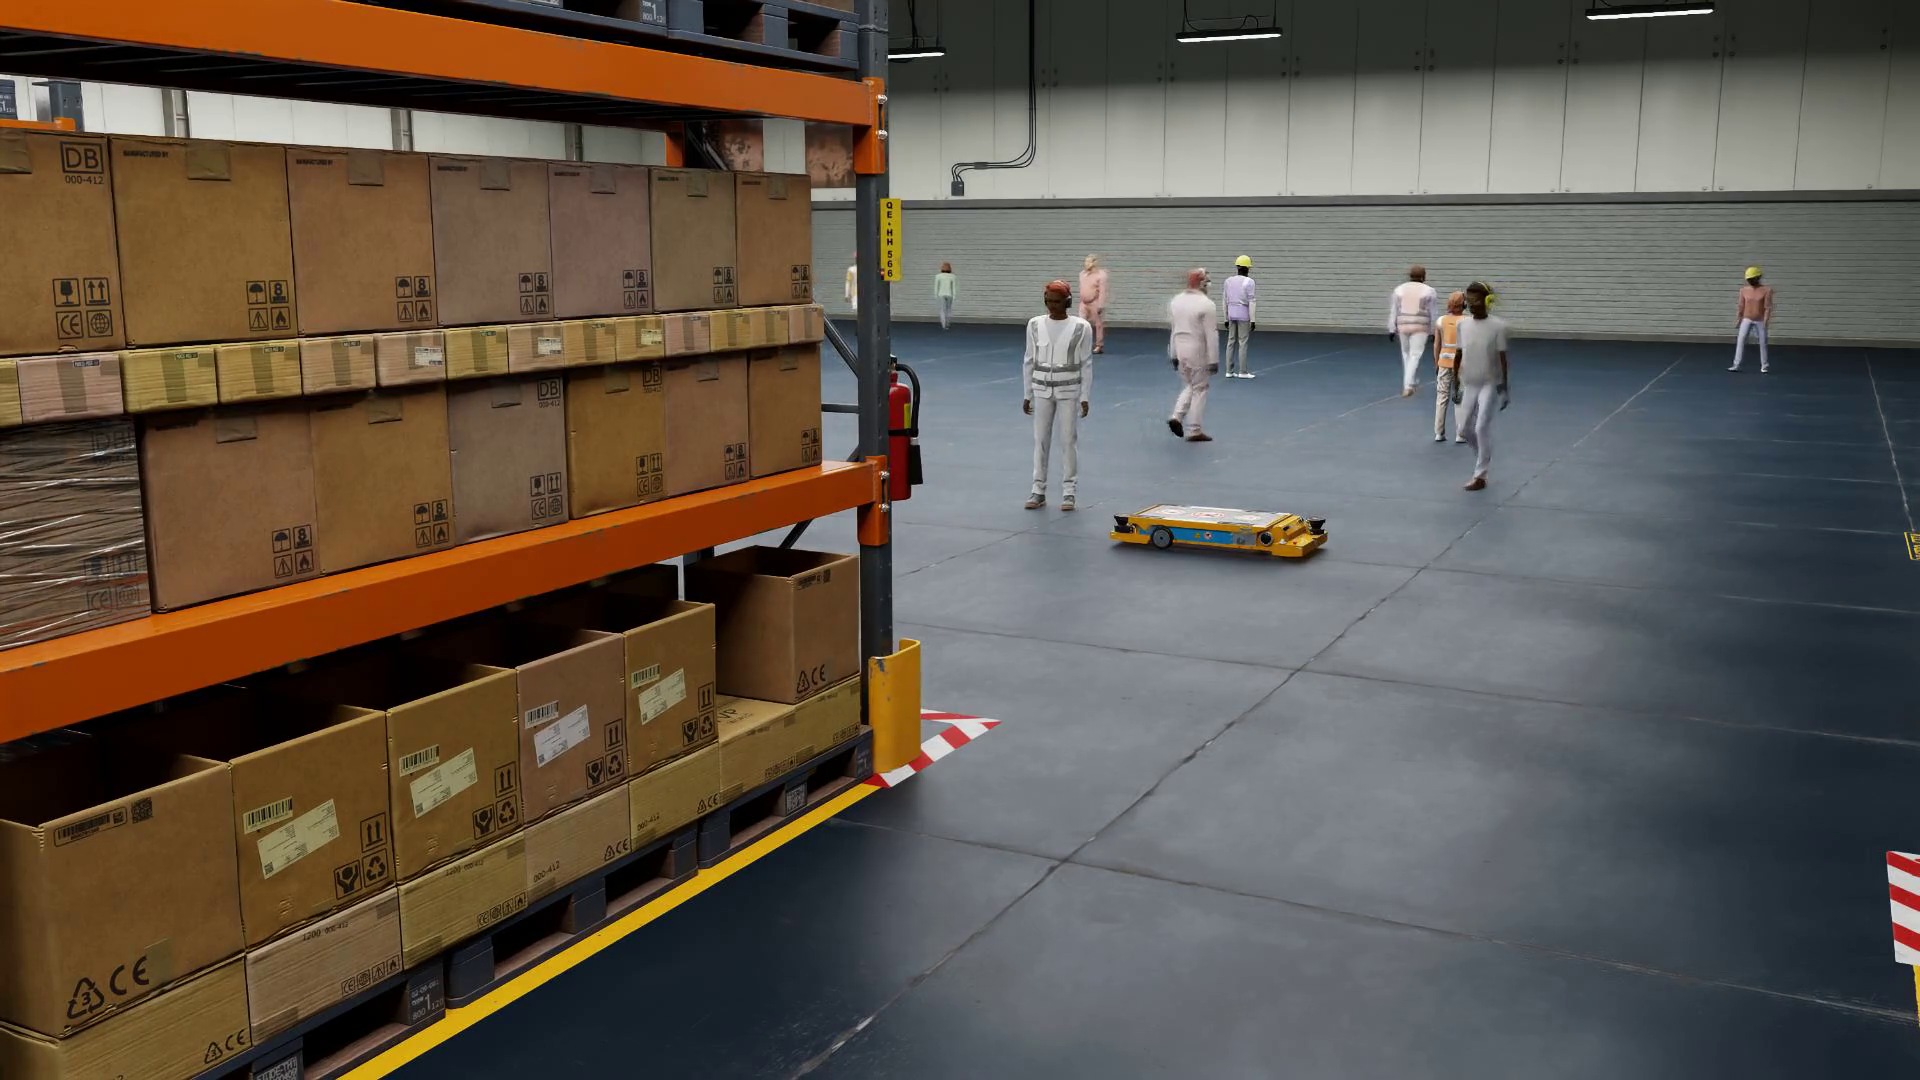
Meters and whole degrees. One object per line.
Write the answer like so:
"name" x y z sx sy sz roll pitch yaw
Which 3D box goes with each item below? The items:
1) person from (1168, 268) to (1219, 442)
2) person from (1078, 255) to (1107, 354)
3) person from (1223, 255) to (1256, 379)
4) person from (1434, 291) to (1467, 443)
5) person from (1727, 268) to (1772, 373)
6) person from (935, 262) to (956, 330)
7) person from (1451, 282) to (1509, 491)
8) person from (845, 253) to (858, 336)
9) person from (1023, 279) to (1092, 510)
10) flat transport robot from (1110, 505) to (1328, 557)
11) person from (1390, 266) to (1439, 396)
"person" 2.578 -2.005 18.085 0.433 1.888 0.665 -7 12 -33
"person" 2.401 -4.413 31.276 0.679 1.860 0.951 9 14 40
"person" 4.408 -3.499 26.136 0.382 1.924 0.594 -10 14 -42
"person" 5.362 -1.866 18.006 0.514 1.645 0.309 10 14 43
"person" 12.909 -3.564 27.081 0.547 1.706 0.749 9 14 40
"person" -0.336 -5.795 39.509 0.499 1.609 0.738 -1 10 -8
"person" 4.633 -1.365 14.739 0.583 1.841 0.537 10 14 43
"person" -2.232 -5.415 36.700 0.562 1.884 0.990 -3 11 -18
"person" 0.789 -1.184 13.618 0.572 1.887 0.354 3 11 18
"flat transport robot" 1.871 -0.084 12.032 1.431 0.197 0.652 5 12 27
"person" 6.469 -2.959 23.512 0.656 1.801 0.930 8 13 36
